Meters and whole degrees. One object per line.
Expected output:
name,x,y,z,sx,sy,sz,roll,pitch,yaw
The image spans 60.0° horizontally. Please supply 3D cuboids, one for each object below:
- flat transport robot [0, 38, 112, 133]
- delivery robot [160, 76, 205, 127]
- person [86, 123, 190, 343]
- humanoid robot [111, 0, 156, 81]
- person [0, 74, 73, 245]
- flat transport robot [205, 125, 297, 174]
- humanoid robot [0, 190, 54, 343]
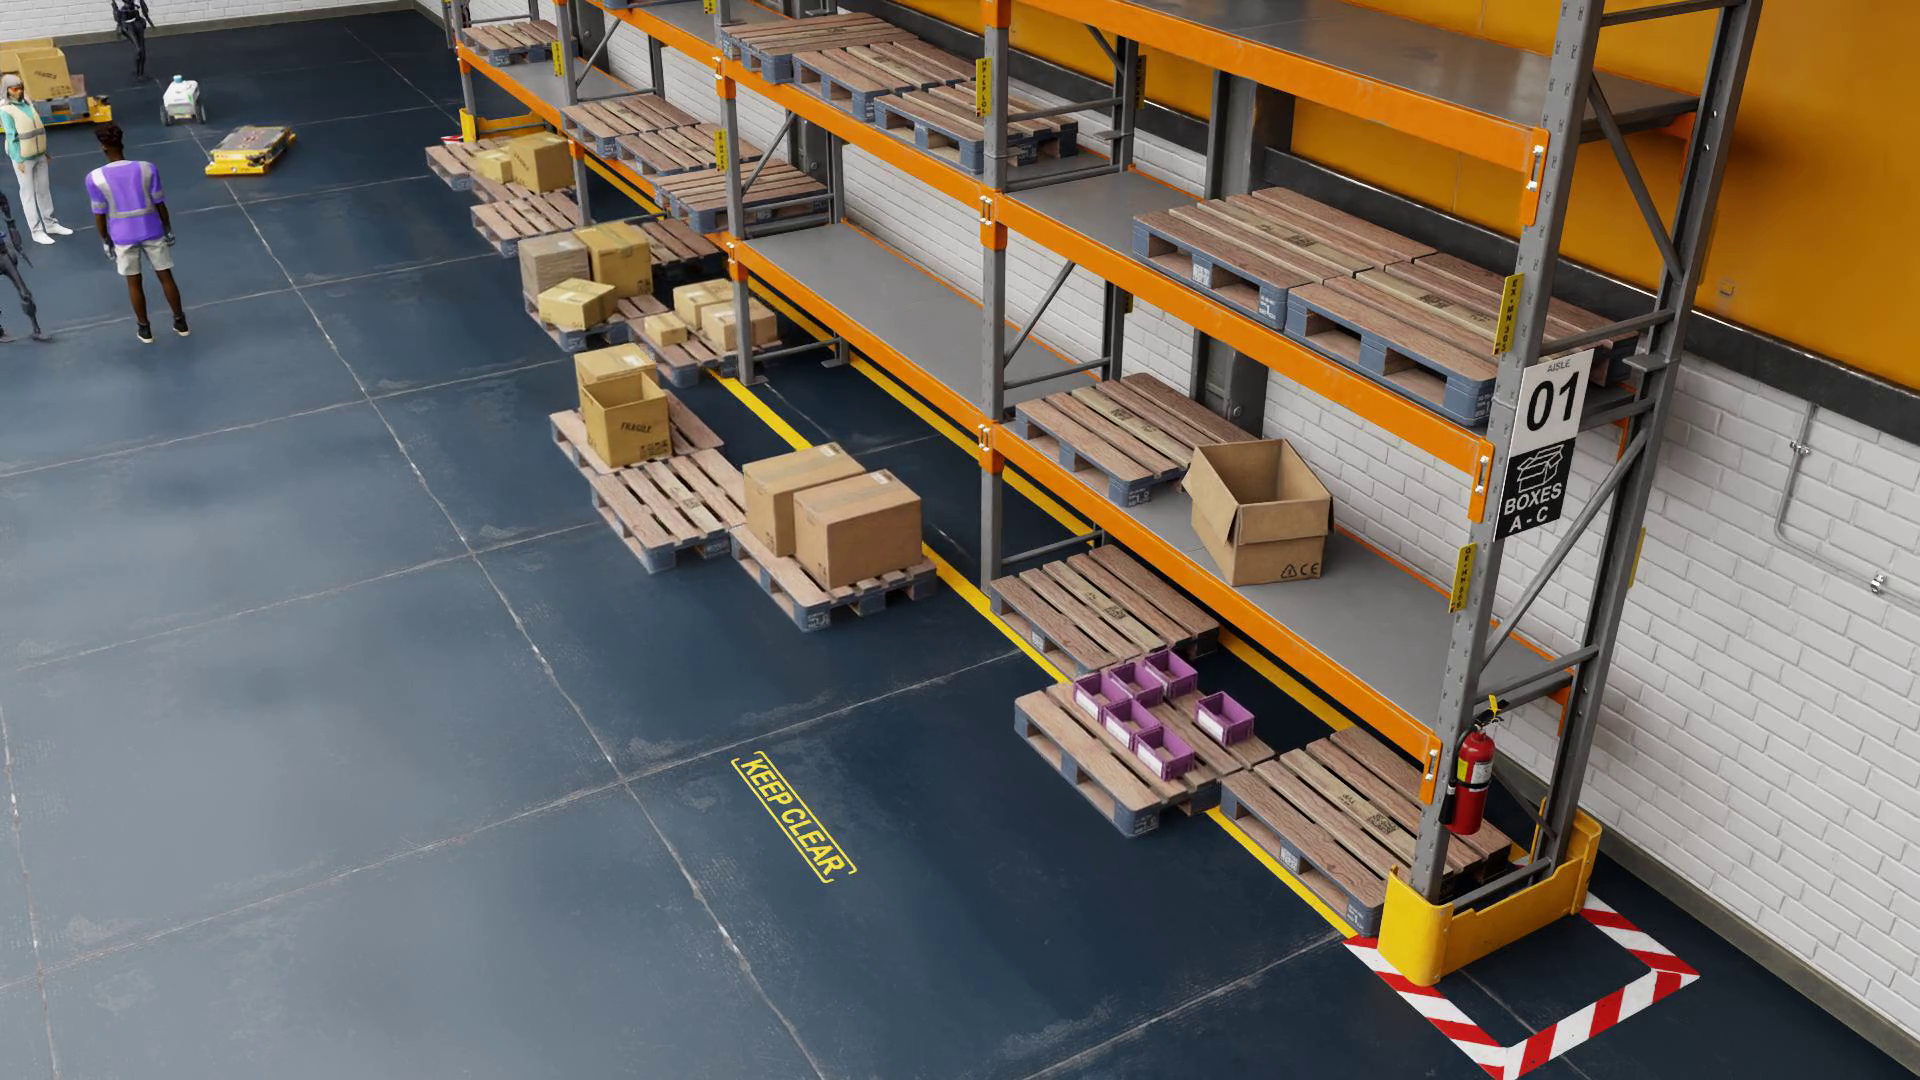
flat transport robot,-11.625,-5.429,21.216,1.431,0.231,0.659,-13,32,-22
delivery robot,-9.938,-5.611,21.263,0.499,0.610,0.814,-8,30,-13
person,-7.280,-2.706,14.701,0.606,1.958,0.370,-17,34,-27
humanoid robot,-11.364,-7.141,22.821,0.352,1.644,0.611,12,32,20
person,-9.566,-3.918,17.084,0.371,1.711,0.464,5,30,9
flat transport robot,-8.464,-4.666,19.869,0.659,0.231,1.431,-2,30,-4
humanoid robot,-8.502,-2.500,14.628,0.613,1.638,0.586,18,34,29
